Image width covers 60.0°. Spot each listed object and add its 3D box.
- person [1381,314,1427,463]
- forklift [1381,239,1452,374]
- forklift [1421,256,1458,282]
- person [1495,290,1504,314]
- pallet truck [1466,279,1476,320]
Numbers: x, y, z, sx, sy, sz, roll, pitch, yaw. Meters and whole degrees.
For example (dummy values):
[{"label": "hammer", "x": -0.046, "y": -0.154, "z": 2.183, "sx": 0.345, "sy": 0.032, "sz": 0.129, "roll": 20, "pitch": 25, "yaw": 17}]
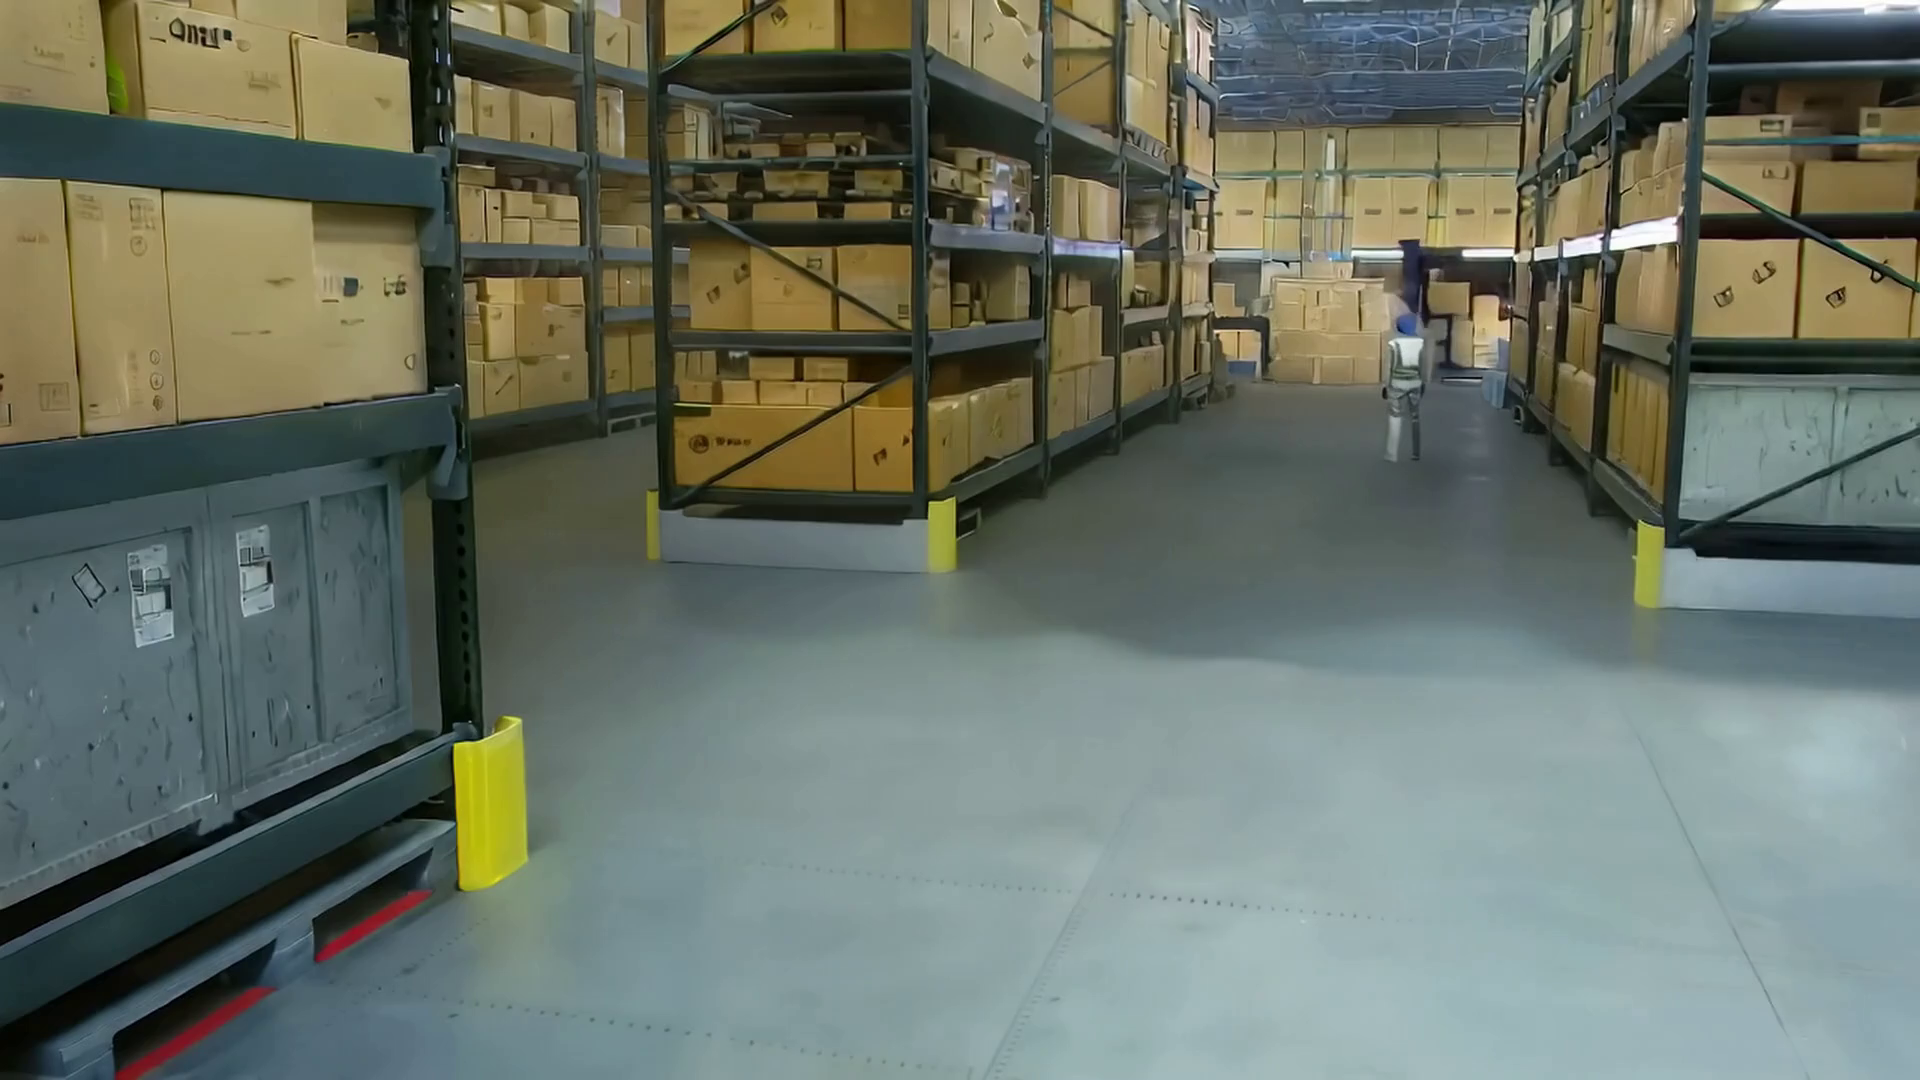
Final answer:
[{"label": "person", "x": 4.887, "y": -1.663, "z": 18.304, "sx": 0.511, "sy": 1.630, "sz": 0.315, "roll": -2, "pitch": 9, "yaw": -10}, {"label": "forklift", "x": 9.466, "y": -4.935, "z": 35.124, "sx": 1.873, "sy": 2.768, "sz": 1.129, "roll": 2, "pitch": 9, "yaw": 15}, {"label": "forklift", "x": 12.201, "y": -6.084, "z": 42.428, "sx": 1.129, "sy": 2.768, "sz": 1.873, "roll": 2, "pitch": 9, "yaw": 15}, {"label": "person", "x": 20.768, "y": -8.876, "z": 64.258, "sx": 0.901, "sy": 1.589, "sz": 0.510, "roll": 1, "pitch": 9, "yaw": 8}, {"label": "pallet truck", "x": 18.896, "y": -8.459, "z": 60.307, "sx": 1.885, "sy": 1.965, "sz": 0.823, "roll": 5, "pitch": 10, "yaw": 31}]
